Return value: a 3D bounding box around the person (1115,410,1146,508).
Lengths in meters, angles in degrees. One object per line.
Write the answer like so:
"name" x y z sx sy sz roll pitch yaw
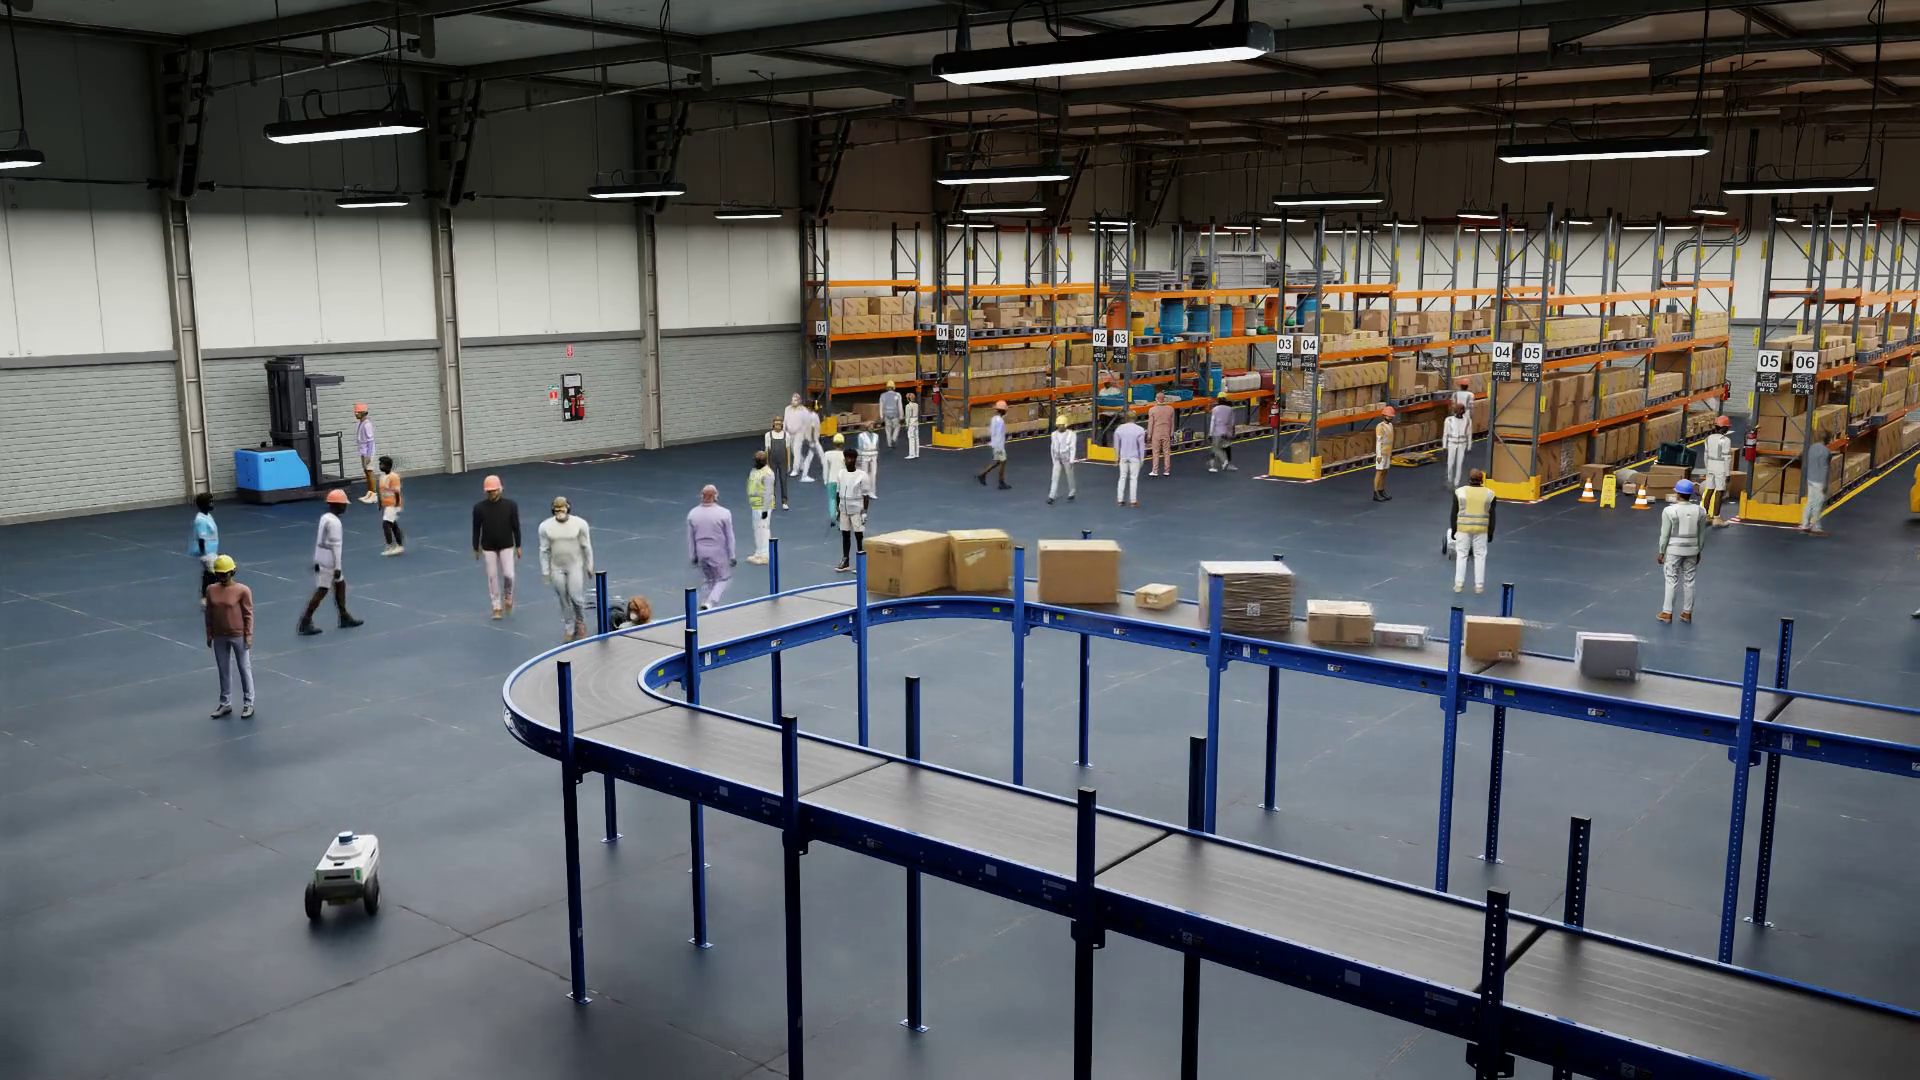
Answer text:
"person" 3.400 -1.619 31.221 0.634 1.921 0.418 5 11 26

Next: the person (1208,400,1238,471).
"person" 6.185 -2.469 36.736 0.804 1.657 0.537 10 14 43

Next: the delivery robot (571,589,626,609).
"delivery robot" -4.800 0.761 20.741 0.698 0.223 0.335 -3 11 -18

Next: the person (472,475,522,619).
"person" -6.319 0.098 21.327 0.657 1.978 0.437 -2 10 -13

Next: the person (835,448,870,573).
"person" -1.702 -0.469 24.565 0.603 1.967 0.366 6 12 29

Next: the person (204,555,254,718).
"person" -7.813 1.026 16.729 0.523 1.767 0.313 1 10 4

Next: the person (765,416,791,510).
"person" -3.580 -1.512 30.784 0.507 1.846 0.345 -2 10 -12

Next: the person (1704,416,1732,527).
"person" 14.011 -1.276 28.897 0.374 2.044 0.607 -3 10 -15

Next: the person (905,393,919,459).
"person" -1.190 -2.827 38.758 0.314 1.641 0.515 6 12 30

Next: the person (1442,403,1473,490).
"person" 10.599 -1.973 33.293 0.604 1.870 0.494 1 10 7

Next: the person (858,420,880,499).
"person" -1.904 -1.663 32.246 0.532 1.624 0.435 -7 12 -35

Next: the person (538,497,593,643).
"person" -5.025 0.388 19.923 0.638 1.914 0.526 0 10 0

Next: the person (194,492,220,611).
"person" -10.461 0.170 21.783 0.374 1.684 0.535 -4 11 -20

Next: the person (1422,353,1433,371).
"person" 15.429 -5.173 51.279 0.937 1.876 0.619 4 11 20

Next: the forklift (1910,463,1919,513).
"forklift" 19.034 -1.348 28.998 2.313 2.155 1.214 8 13 37

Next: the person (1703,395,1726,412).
"person" 22.123 -4.228 45.808 0.637 1.940 1.014 -2 10 -12

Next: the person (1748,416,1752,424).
"person" 23.564 -4.162 45.777 0.722 1.818 0.634 6 12 31

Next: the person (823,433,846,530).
"person" -2.206 -1.076 28.562 0.547 1.751 0.448 1 10 6

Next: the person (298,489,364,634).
"person" -8.388 0.282 20.645 0.848 1.885 0.564 -6 12 -32

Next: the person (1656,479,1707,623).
"person" 9.745 0.147 21.146 0.607 1.951 0.379 0 10 -2

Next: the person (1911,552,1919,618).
"person" 13.367 0.174 21.298 0.389 1.843 0.566 -6 12 -32

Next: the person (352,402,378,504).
"person" -12.028 -1.762 31.630 0.394 2.044 0.609 -6 12 -30

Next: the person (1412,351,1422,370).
"person" 15.694 -5.657 53.886 0.368 1.926 0.587 1 10 6

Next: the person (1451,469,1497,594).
"person" 7.565 -0.138 23.097 0.627 1.836 0.431 2 10 12

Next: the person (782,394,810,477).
"person" -3.720 -2.436 35.888 0.629 1.882 0.825 6 12 30

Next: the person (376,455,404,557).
"person" -9.504 -0.554 25.851 0.549 1.670 0.632 10 14 44

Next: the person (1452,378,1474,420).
"person" 12.842 -3.185 40.001 0.543 1.922 0.525 7 12 33

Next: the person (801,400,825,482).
"person" -3.104 -2.200 34.704 0.945 1.822 0.555 -1 10 -8

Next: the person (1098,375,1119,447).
"person" 3.848 -3.289 40.411 0.630 1.972 0.631 7 12 34

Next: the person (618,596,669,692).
"person" -3.157 1.354 15.299 0.534 1.604 0.714 3 11 17

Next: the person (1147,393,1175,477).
"person" 4.555 -2.396 35.598 0.639 1.904 0.409 -3 10 -16

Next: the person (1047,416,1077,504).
"person" 2.078 -1.624 31.588 0.585 1.787 0.934 5 11 27

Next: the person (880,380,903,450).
"person" -1.781 -3.239 40.554 0.617 1.821 0.426 2 10 10

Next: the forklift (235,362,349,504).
"forklift" -13.803 -2.244 32.110 1.129 2.768 1.873 8 13 37

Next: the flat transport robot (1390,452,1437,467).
"flat transport robot" 10.928 -1.953 37.815 0.652 0.197 1.431 8 13 38

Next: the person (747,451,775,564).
"person" -3.224 -0.526 25.314 0.430 1.830 0.671 -5 11 -26

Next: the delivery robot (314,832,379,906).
"delivery robot" -4.660 2.463 11.898 0.477 0.478 0.707 -2 10 -10

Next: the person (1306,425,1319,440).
"person" 9.660 -3.630 42.662 0.548 1.856 0.495 8 13 38

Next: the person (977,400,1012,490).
"person" 0.759 -2.041 33.553 0.643 1.919 0.550 -3 10 -14

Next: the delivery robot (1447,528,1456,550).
"delivery robot" 8.277 -0.038 25.971 0.477 0.478 0.707 3 10 15

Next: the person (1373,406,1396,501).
"person" 8.703 -1.769 31.989 0.382 1.930 0.547 9 13 41

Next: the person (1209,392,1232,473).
"person" 6.044 -2.479 36.159 0.628 1.880 0.658 -7 12 -34

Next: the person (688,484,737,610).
"person" -3.338 0.193 21.056 0.670 1.888 0.569 4 11 22

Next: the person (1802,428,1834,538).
"person" 15.277 -1.035 27.835 0.352 1.937 0.635 1 10 4

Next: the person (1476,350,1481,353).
"person" 17.850 -5.622 53.938 0.404 1.837 0.590 -7 12 -36
